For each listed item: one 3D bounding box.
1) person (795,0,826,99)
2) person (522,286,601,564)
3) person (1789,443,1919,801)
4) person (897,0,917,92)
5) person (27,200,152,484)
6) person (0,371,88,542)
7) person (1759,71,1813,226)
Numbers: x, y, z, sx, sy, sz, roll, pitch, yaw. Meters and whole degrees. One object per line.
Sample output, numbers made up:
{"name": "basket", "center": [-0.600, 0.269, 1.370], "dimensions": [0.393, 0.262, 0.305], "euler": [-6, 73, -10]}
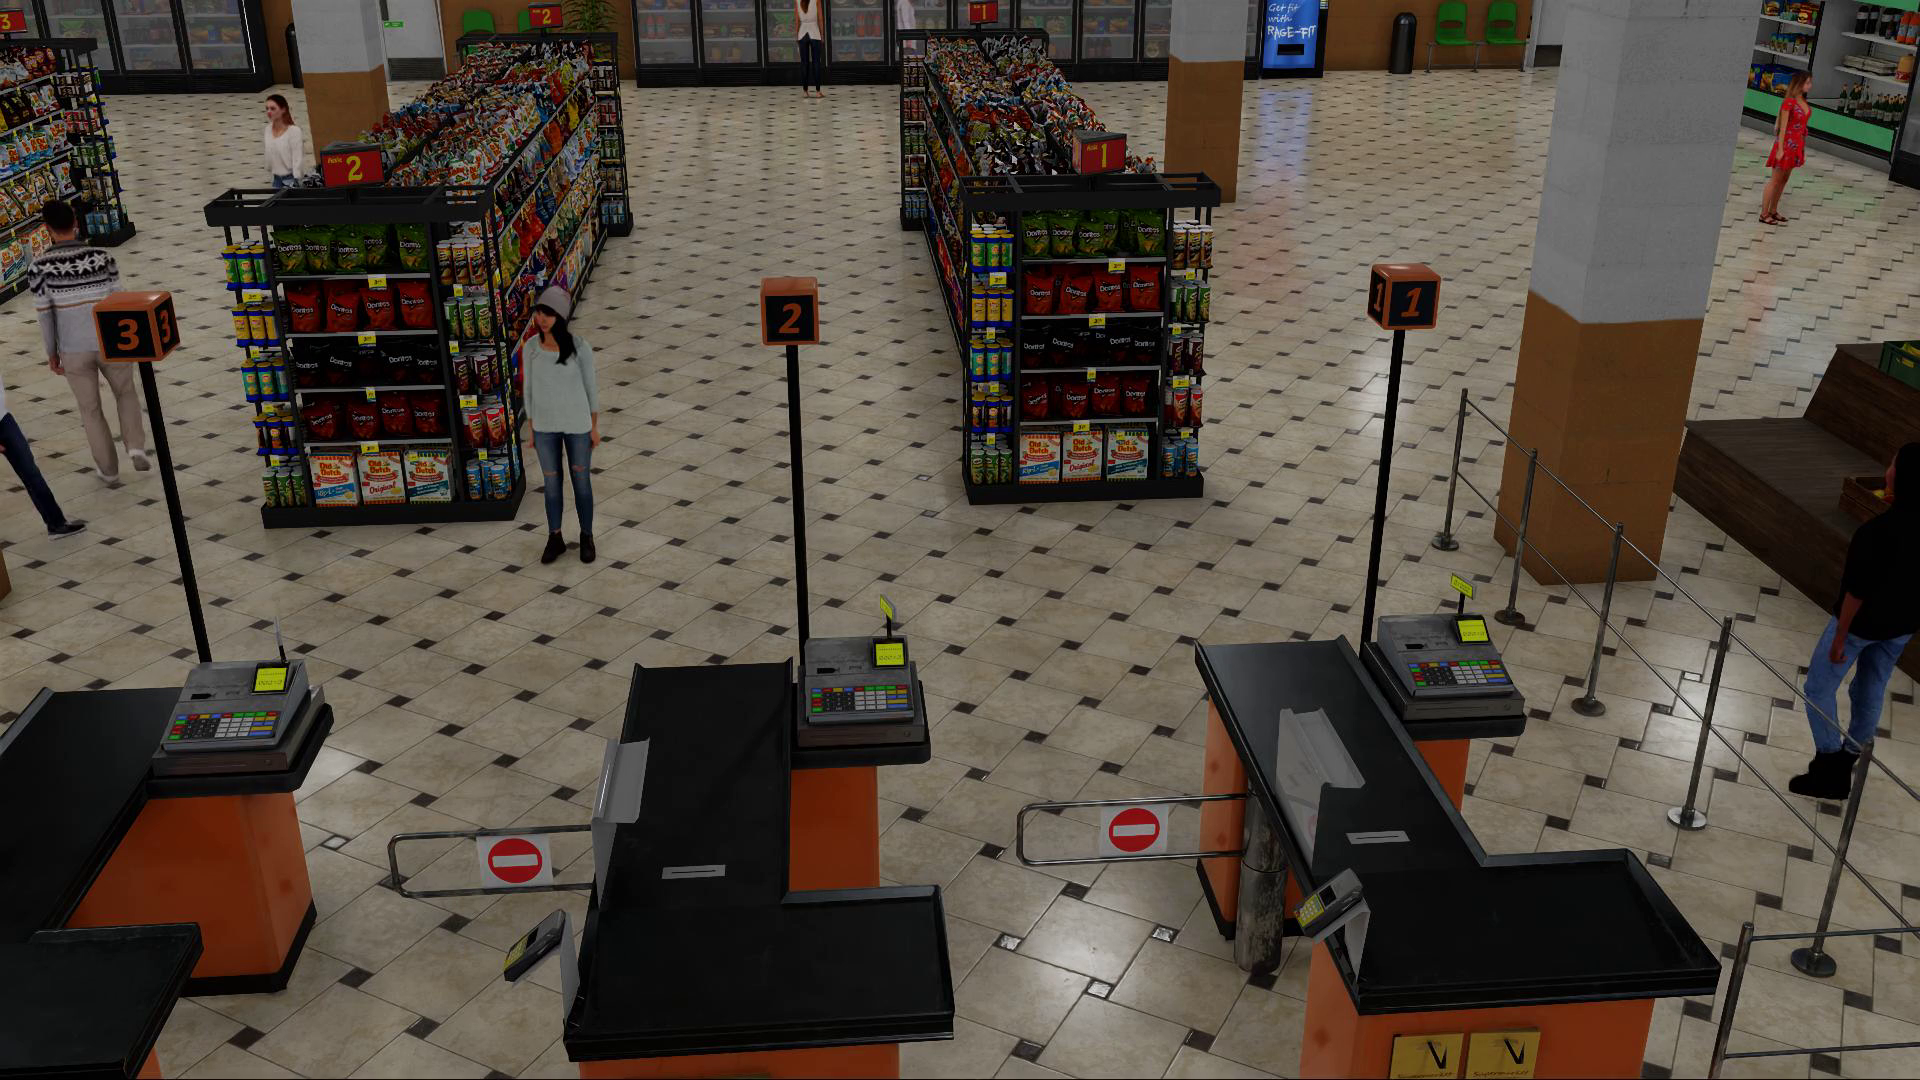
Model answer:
{"name": "person", "center": [-2.310, -7.704, 25.527], "dimensions": [0.633, 1.784, 0.584], "euler": [3, 24, 6]}
{"name": "person", "center": [-2.299, -0.668, 9.619], "dimensions": [0.570, 1.647, 0.500], "euler": [-1, 24, -2]}
{"name": "person", "center": [3.962, 0.400, 7.117], "dimensions": [0.628, 1.697, 0.665], "euler": [-5, 24, -10]}
{"name": "person", "center": [-0.809, -7.578, 25.177], "dimensions": [0.725, 1.834, 0.503], "euler": [-1, 24, -2]}
{"name": "person", "center": [-5.545, -1.229, 10.656], "dimensions": [0.842, 1.843, 0.875], "euler": [-16, 28, -32]}
{"name": "person", "center": [-5.803, -0.656, 9.771], "dimensions": [0.790, 1.504, 1.085], "euler": [4, 24, 10]}
{"name": "person", "center": [8.819, -4.189, 17.733], "dimensions": [0.666, 1.593, 0.698], "euler": [-18, 29, -35]}
